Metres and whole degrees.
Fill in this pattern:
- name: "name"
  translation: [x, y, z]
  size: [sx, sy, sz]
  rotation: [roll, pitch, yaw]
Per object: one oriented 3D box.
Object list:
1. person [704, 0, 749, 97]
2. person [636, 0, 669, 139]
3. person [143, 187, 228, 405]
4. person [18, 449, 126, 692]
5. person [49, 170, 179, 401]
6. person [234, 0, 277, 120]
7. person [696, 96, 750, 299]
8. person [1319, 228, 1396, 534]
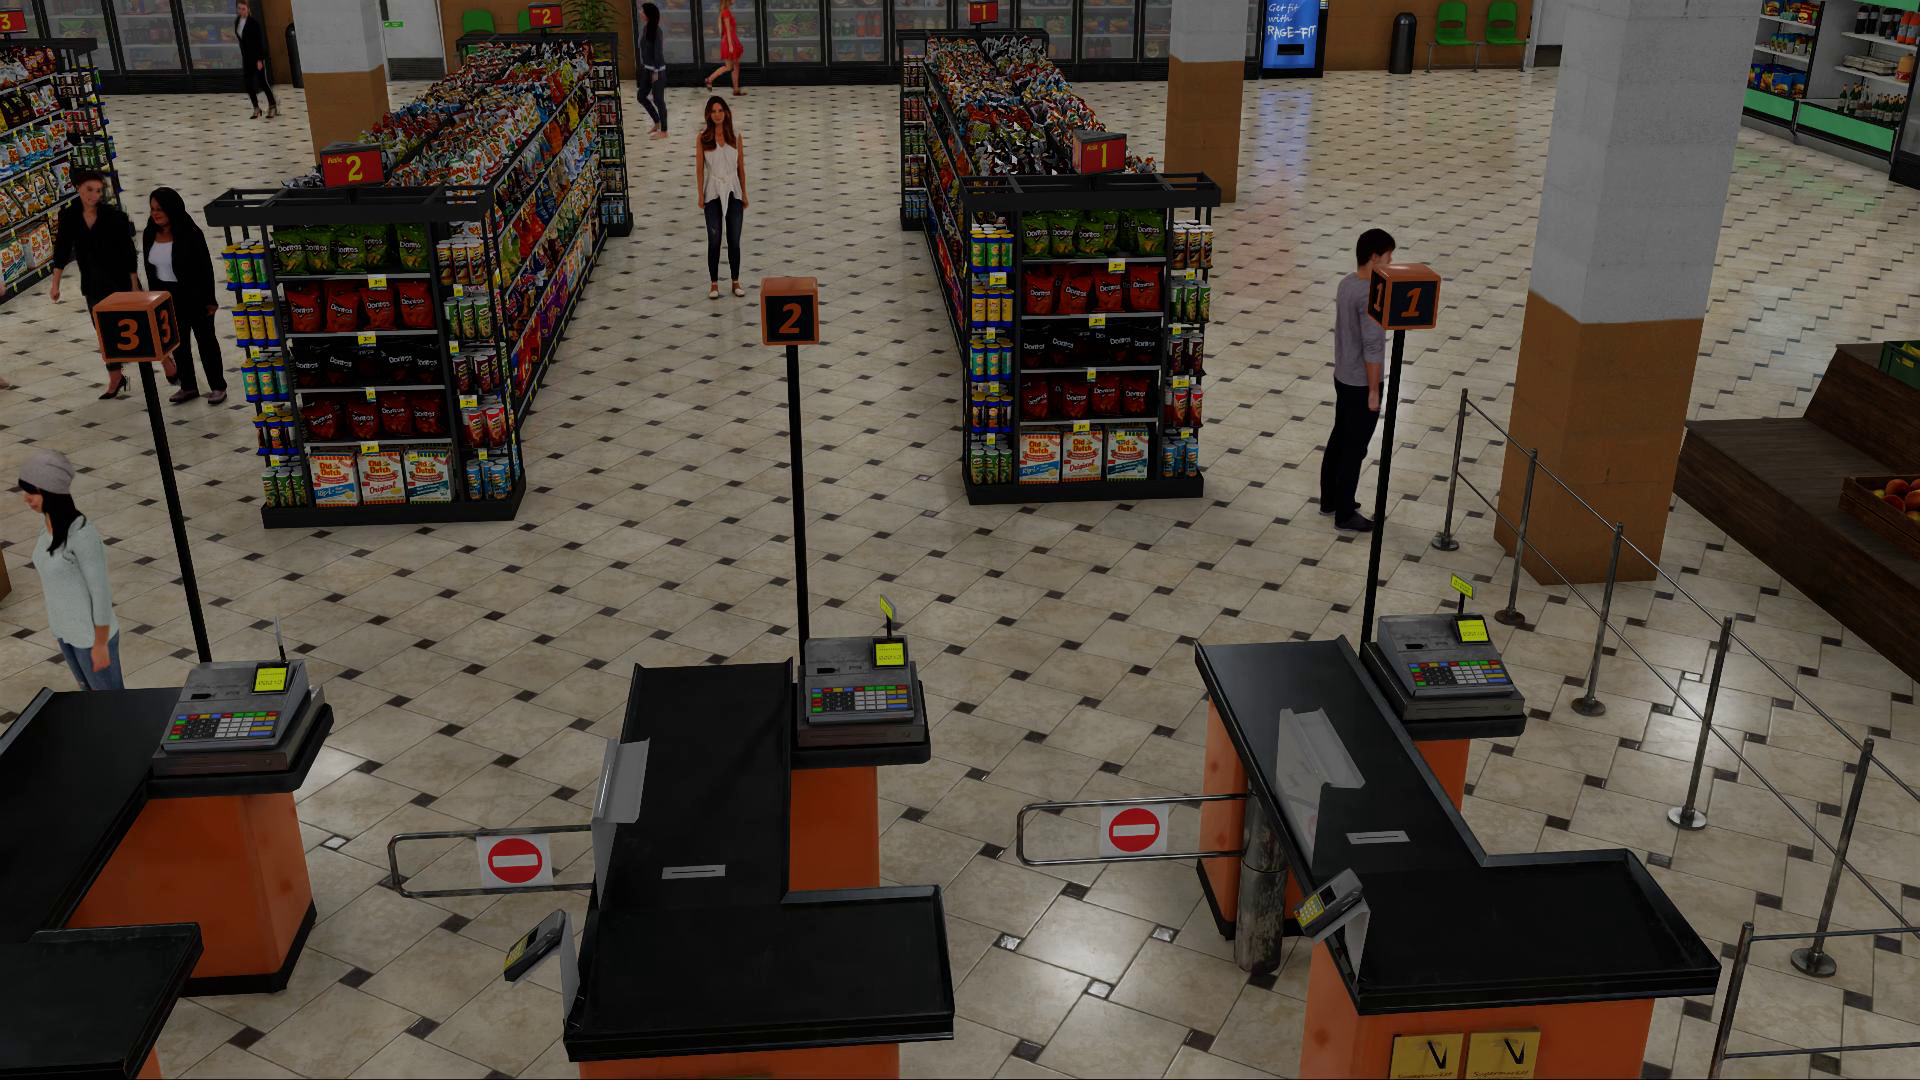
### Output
- name: "person"
  translation: [-3.635, -7.615, 25.582]
  size: [0.618, 1.577, 0.799]
  rotation: [-2, 24, -5]
- name: "person"
  translation: [-4.035, -6.315, 22.382]
  size: [0.787, 1.760, 0.705]
  rotation: [-17, 29, -34]
- name: "person"
  translation: [-5.699, -1.793, 12.229]
  size: [0.692, 1.615, 0.669]
  rotation: [2, 24, 4]
- name: "person"
  translation: [-3.801, 0.376, 7.225]
  size: [0.633, 1.653, 0.697]
  rotation: [19, 30, 37]
- name: "person"
  translation: [-6.310, -1.915, 12.396]
  size: [0.843, 1.705, 0.897]
  rotation: [5, 24, 11]
- name: "person"
  translation: [-9.990, -6.816, 23.647]
  size: [0.774, 1.665, 0.840]
  rotation: [12, 26, 25]
- name: "person"
  translation: [-2.134, -3.080, 14.960]
  size: [0.645, 1.785, 0.594]
  rotation: [-7, 25, -16]
- name: "person"
  translation: [2.401, -0.973, 10.073]
  size: [0.720, 1.842, 0.474]
  rotation: [-3, 24, -7]
